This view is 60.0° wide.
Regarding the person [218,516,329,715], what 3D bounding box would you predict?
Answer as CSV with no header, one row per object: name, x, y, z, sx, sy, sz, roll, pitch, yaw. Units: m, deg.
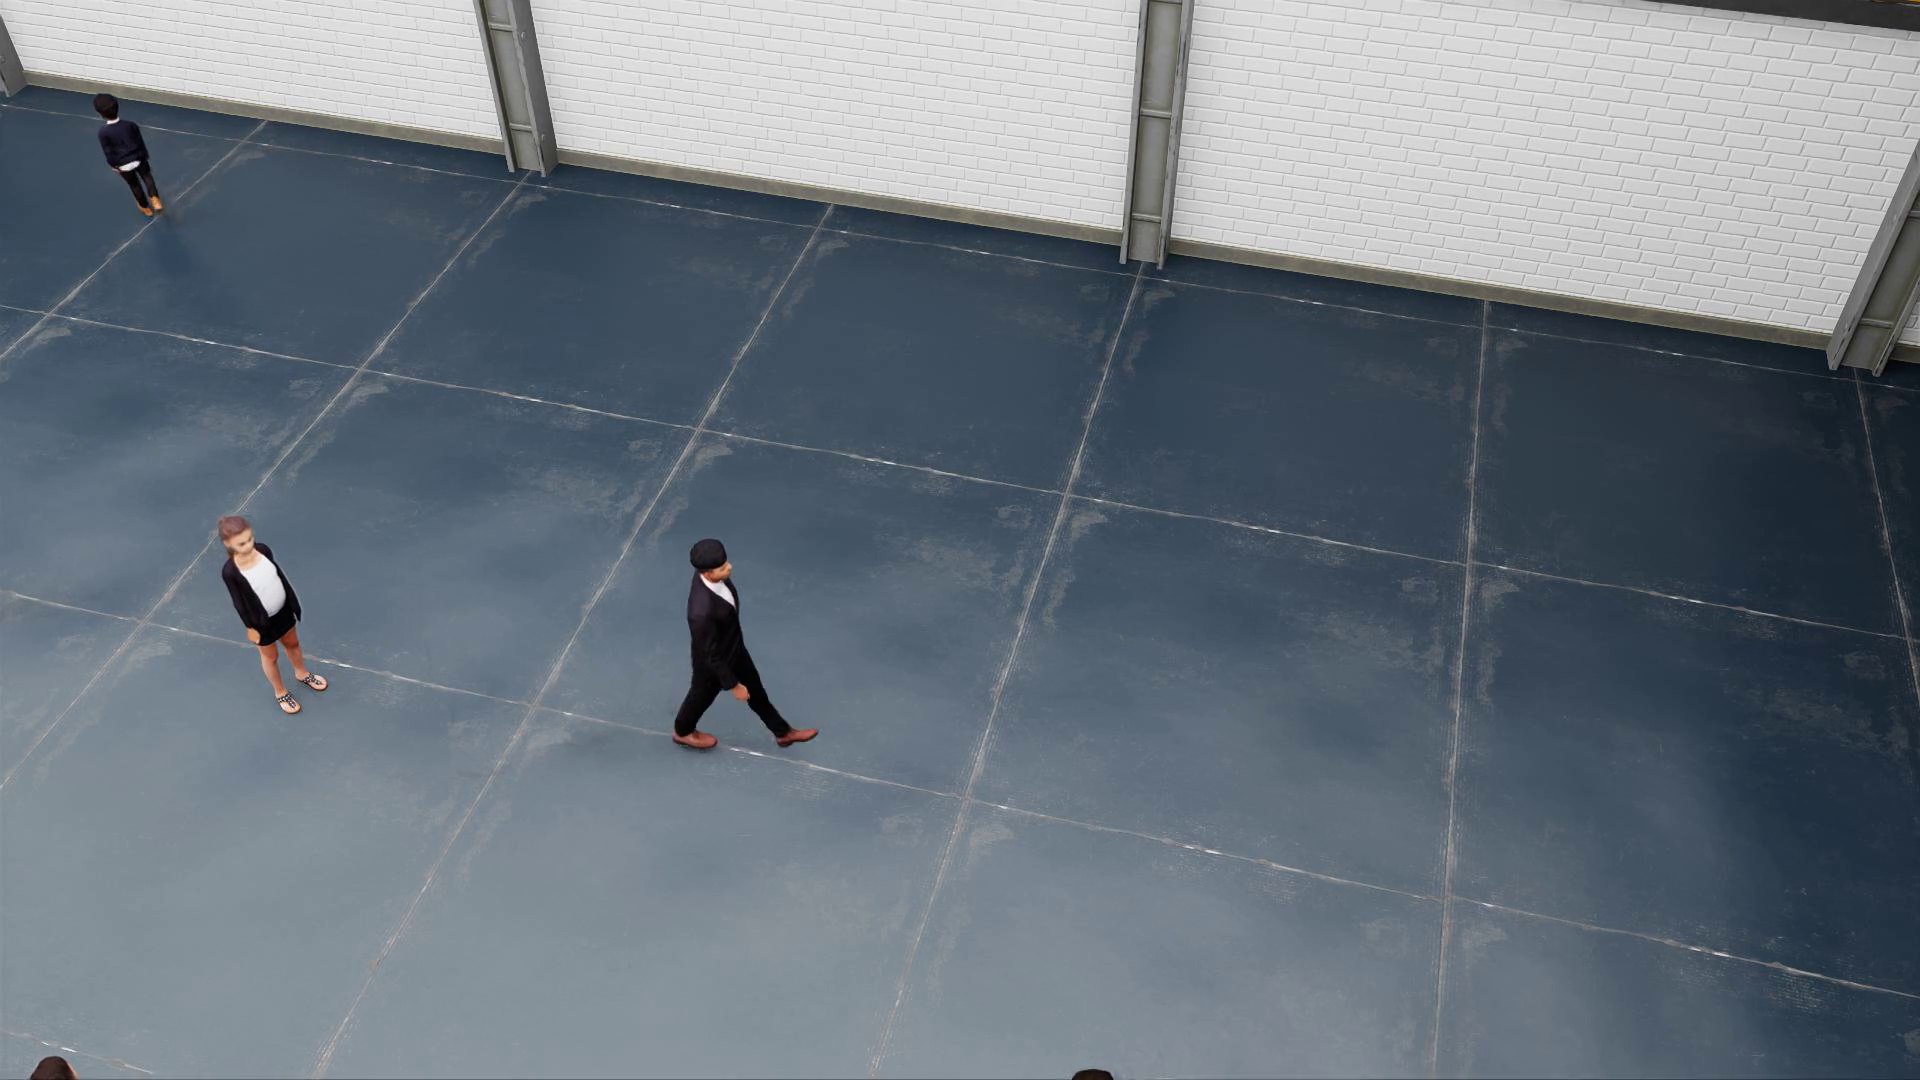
person,-4.478,0.450,10.725,0.632,1.556,0.599,24,49,23

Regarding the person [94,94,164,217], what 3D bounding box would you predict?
person,-7.521,-3.467,15.080,0.619,1.219,0.670,-29,51,-27

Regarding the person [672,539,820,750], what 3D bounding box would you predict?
person,-1.596,0.715,10.254,1.232,1.822,0.806,5,44,6
